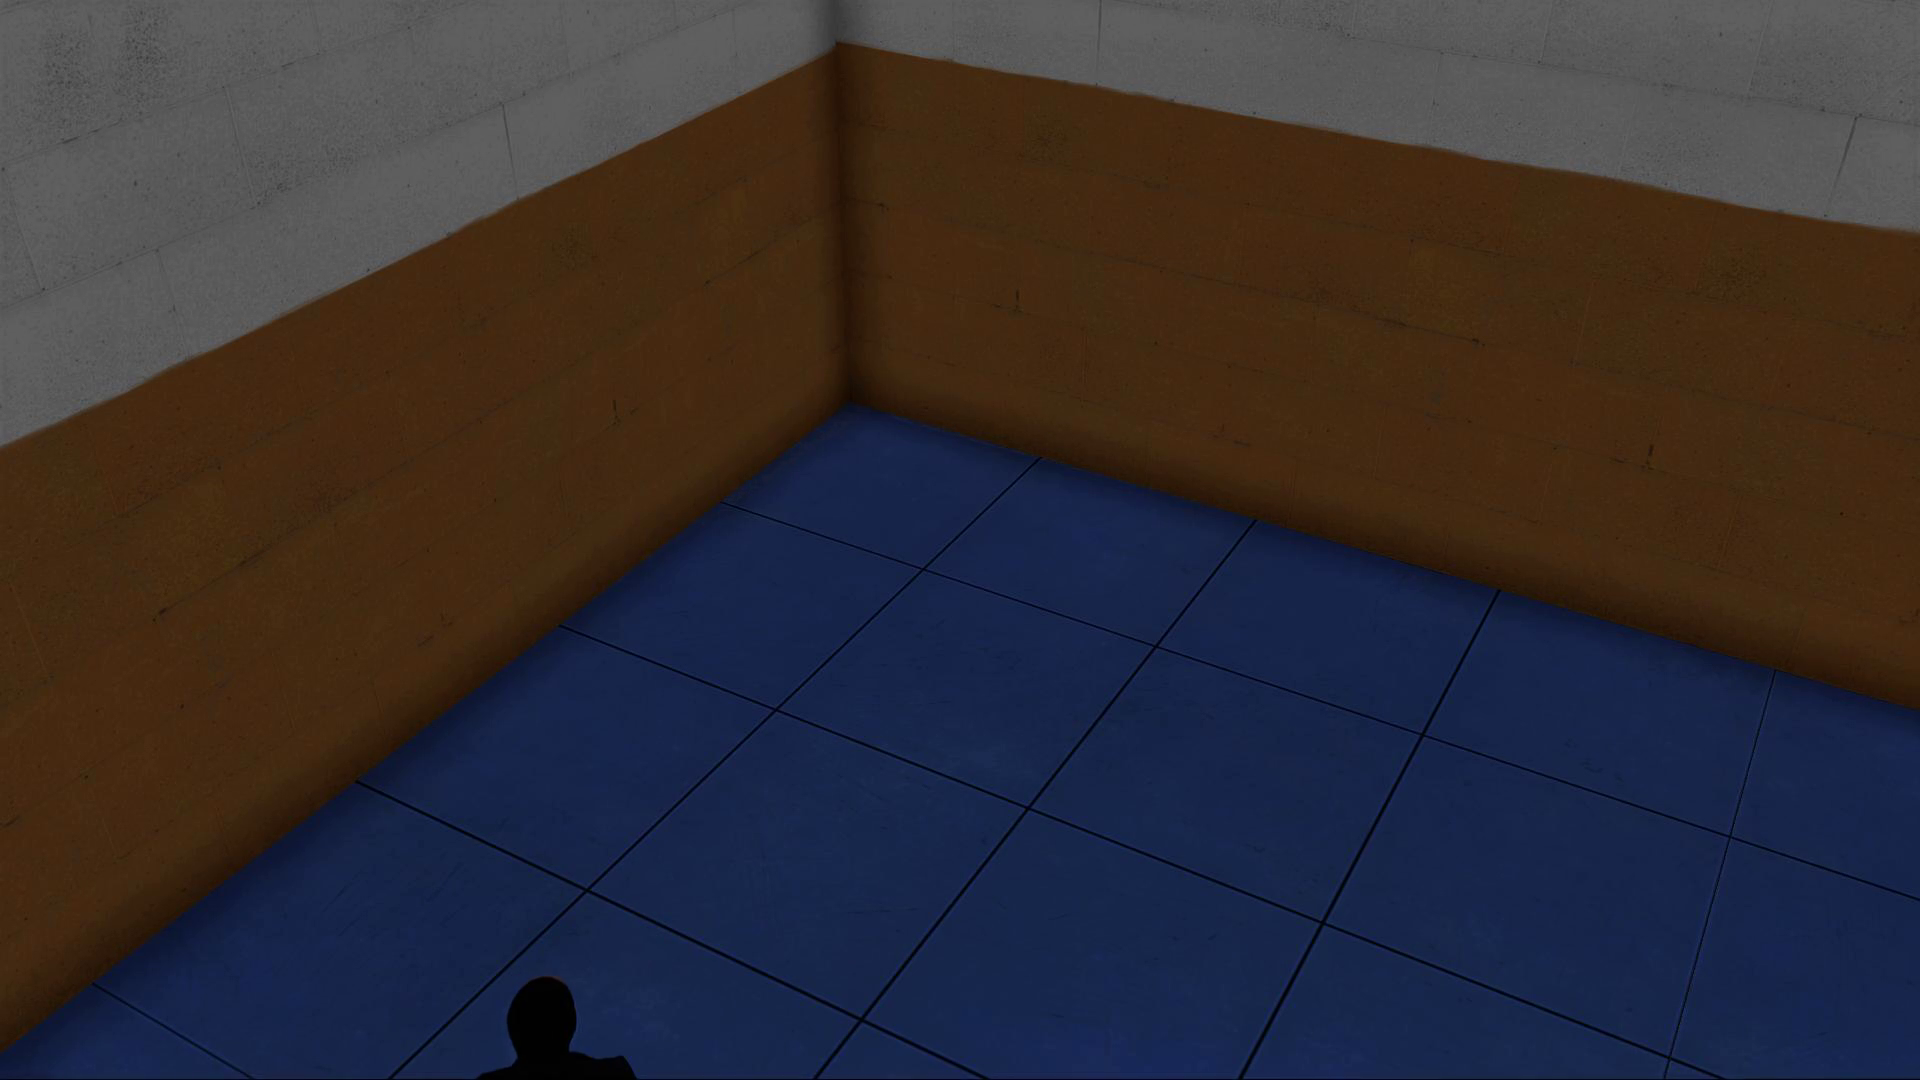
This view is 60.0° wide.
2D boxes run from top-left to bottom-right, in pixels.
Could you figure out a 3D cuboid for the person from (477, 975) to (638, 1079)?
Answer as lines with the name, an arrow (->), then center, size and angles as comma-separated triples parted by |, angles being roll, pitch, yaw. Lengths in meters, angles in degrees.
person -> -1.031, 1.846, 4.524 | 0.686, 1.834, 0.733 | -7, 34, -10
